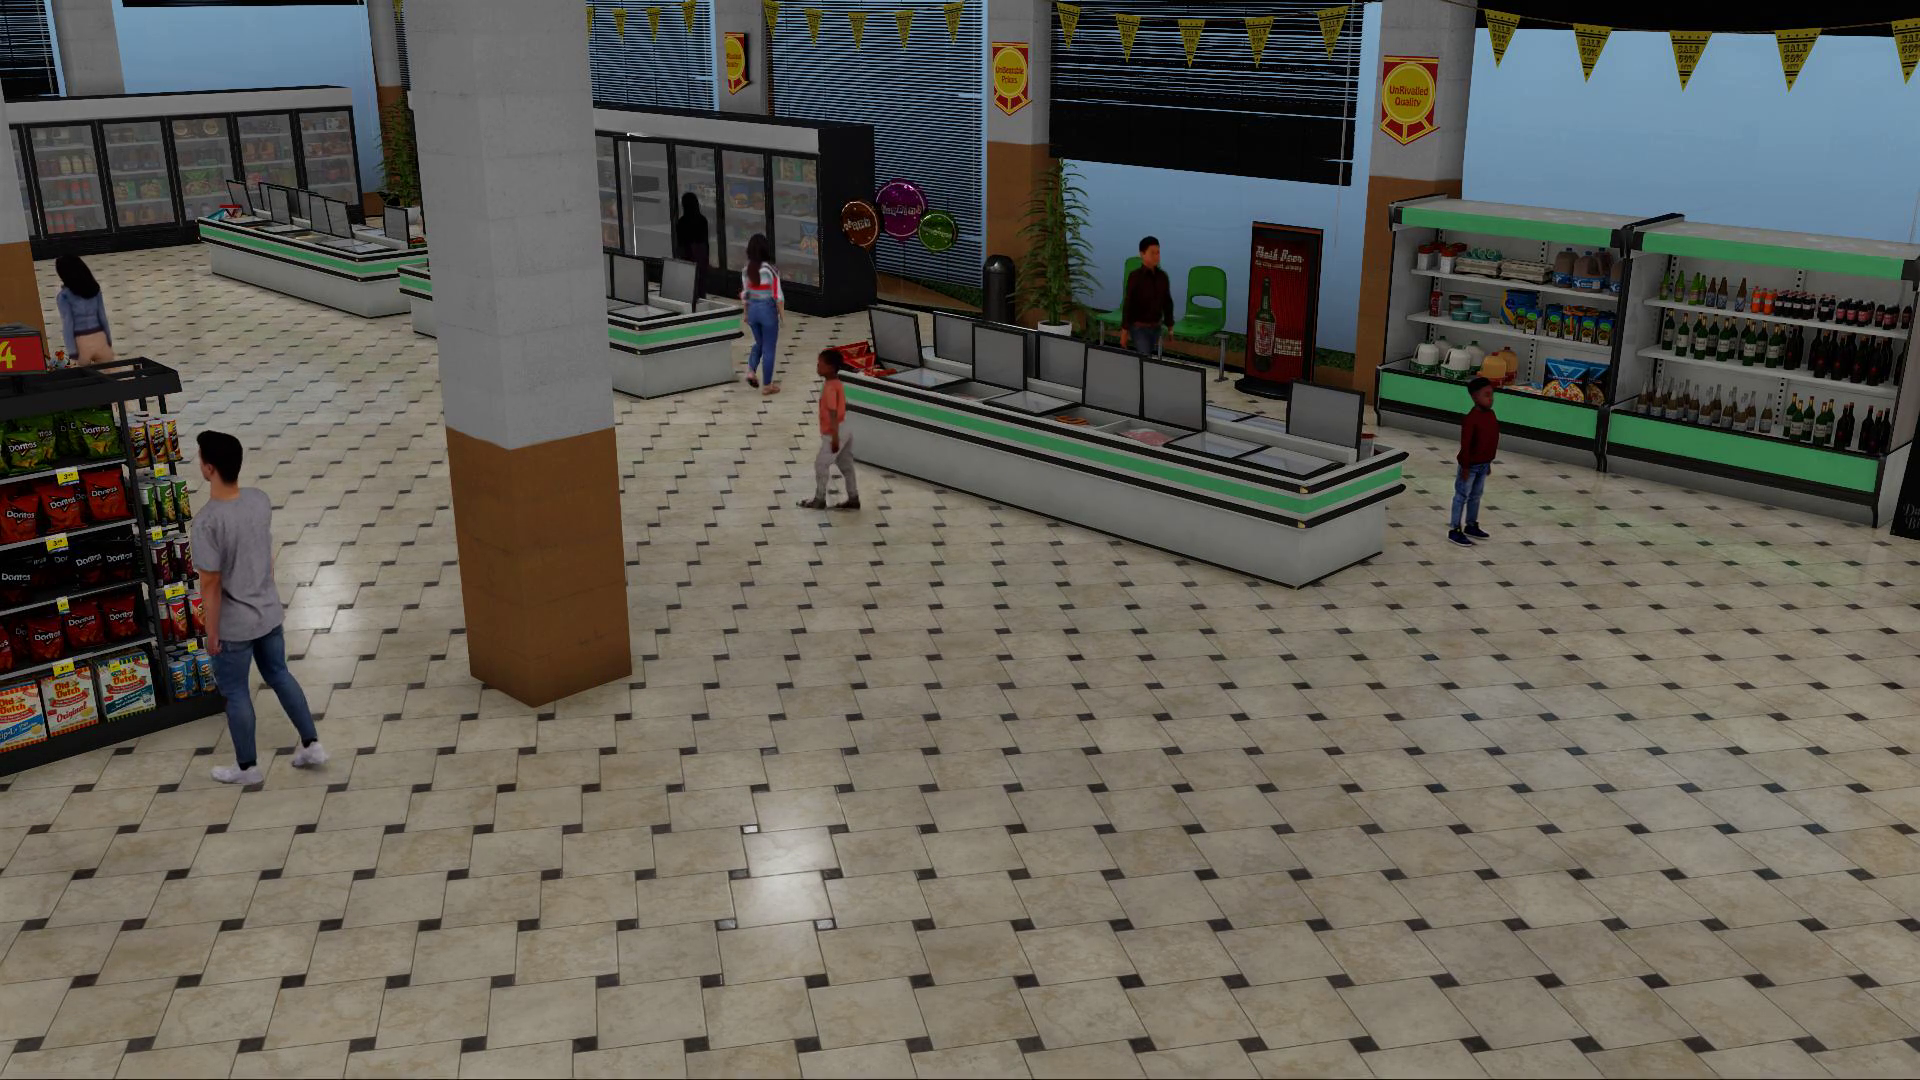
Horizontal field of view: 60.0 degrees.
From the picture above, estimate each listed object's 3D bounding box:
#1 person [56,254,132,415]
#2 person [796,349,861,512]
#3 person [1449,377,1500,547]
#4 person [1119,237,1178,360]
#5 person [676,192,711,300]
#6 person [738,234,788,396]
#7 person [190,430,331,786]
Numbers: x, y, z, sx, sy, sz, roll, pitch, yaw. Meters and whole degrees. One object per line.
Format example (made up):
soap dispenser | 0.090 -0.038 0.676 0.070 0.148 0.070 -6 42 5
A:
person | -7.563 -1.604 14.584 1.208 1.735 0.695 15 24 37
person | -0.906 -0.838 13.001 0.817 1.294 0.726 3 19 9
person | 3.813 -0.596 12.347 0.510 1.254 0.505 -14 23 -36
person | 1.684 -1.942 15.592 0.803 1.731 1.197 -13 23 -33
person | -3.165 -3.344 19.951 0.652 1.603 0.896 -14 23 -36
person | -2.042 -2.247 16.699 0.652 1.601 0.755 13 23 34
person | -3.638 0.350 8.531 0.921 1.899 0.841 7 20 19
